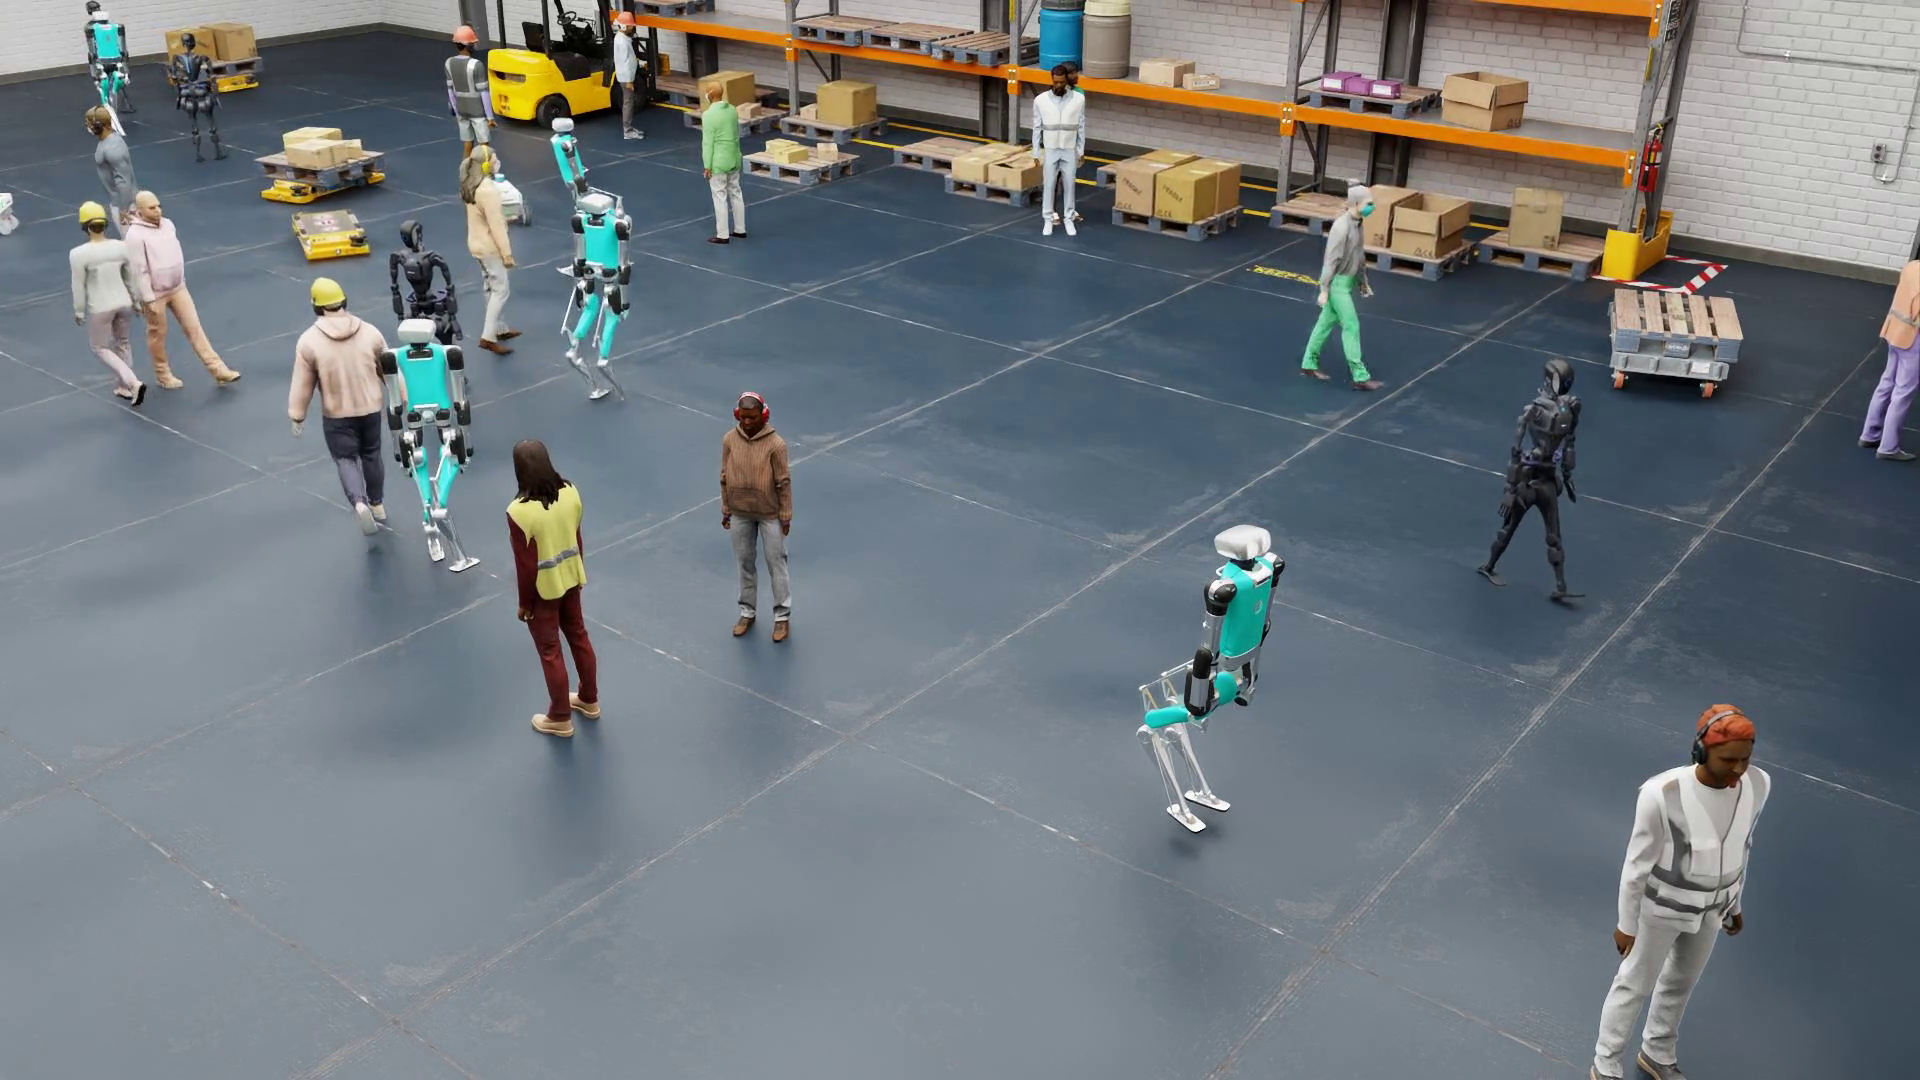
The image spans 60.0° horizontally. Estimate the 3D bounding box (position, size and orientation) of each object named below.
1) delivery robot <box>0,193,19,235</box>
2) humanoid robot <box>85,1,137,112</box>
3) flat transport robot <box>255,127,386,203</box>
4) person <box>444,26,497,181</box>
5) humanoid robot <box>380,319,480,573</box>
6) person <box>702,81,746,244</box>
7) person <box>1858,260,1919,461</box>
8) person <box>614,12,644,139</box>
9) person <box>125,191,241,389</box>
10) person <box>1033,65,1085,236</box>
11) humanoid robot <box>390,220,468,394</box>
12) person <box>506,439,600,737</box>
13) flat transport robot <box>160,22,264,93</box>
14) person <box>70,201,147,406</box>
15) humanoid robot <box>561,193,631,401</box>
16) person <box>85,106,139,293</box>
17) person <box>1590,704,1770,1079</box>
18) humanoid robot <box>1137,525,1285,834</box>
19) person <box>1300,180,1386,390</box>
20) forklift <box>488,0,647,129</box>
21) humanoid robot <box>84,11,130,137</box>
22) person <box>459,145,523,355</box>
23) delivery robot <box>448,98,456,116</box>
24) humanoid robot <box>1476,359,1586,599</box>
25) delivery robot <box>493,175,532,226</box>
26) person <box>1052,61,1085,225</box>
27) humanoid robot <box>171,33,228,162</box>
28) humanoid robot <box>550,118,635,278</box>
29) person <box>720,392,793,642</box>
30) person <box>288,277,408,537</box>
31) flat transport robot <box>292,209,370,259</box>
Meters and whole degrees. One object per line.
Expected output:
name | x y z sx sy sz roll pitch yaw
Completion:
delivery robot | -11.269 -3.774 19.047 0.773 0.586 0.499 -4 26 -9
humanoid robot | -12.787 -7.227 24.954 0.458 1.661 0.585 3 26 6
flat transport robot | -7.996 -4.503 20.895 0.659 0.231 1.431 12 28 24
person | -5.965 -5.249 20.406 0.606 2.044 0.370 12 28 24
humanoid robot | -3.484 -0.515 10.968 0.530 1.767 0.926 -5 26 -10
person | -2.649 -4.207 18.557 0.388 1.776 0.539 16 30 30
person | 7.359 -1.499 12.876 0.395 1.840 0.562 0 26 -1
person | -4.669 -6.544 23.429 0.351 1.738 0.575 -5 26 -11
person | -6.701 -2.097 14.204 0.890 1.743 0.551 13 28 24
person | 1.116 -4.410 18.826 0.597 1.907 0.413 -2 26 -3
humanoid robot | -4.442 -1.906 13.974 0.590 1.637 0.781 3 26 7
person | -2.266 0.273 9.278 0.360 1.769 0.473 16 30 30
flat transport robot | -12.146 -7.488 27.079 1.431 0.231 0.659 16 30 30
person | -7.113 -1.954 13.908 0.644 1.743 0.546 16 30 29
humanoid robot | -3.077 -1.935 13.928 0.555 1.832 0.666 10 27 19
person | -8.357 -3.350 16.592 0.360 1.936 0.630 -13 29 -25
person | 2.883 1.479 6.651 0.582 1.882 0.340 -7 27 -15
humanoid robot | 1.188 0.644 8.395 0.735 1.677 0.533 23 34 39
person | 3.408 -2.201 14.351 0.898 1.805 0.533 13 29 25
forklift | -5.874 -7.334 24.552 1.214 2.155 2.313 19 32 34
humanoid robot | -12.163 -6.647 23.669 0.555 1.774 0.965 -21 33 -37
person | -4.345 -2.676 15.273 0.549 1.878 0.711 -17 30 -31
delivery robot | -7.412 -6.710 25.151 0.499 0.606 0.790 2 26 3
humanoid robot | 3.782 -0.378 10.769 0.609 1.624 0.766 -13 29 -26
delivery robot | -5.345 -3.955 19.440 0.499 0.601 0.796 -12 28 -24
person | 1.223 -4.624 19.327 0.506 1.851 0.385 -15 30 -28
humanoid robot | -10.175 -5.892 22.155 0.610 1.655 0.335 -2 26 -5
humanoid robot | -3.710 -3.497 17.114 1.047 1.711 0.531 -12 28 -23
person | -1.249 -0.159 10.316 0.462 1.648 0.327 6 27 13
person | -4.257 -0.922 11.681 0.854 1.836 0.704 -16 30 -30
flat transport robot | -7.097 -3.450 18.715 0.659 0.231 1.431 -12 28 -23
